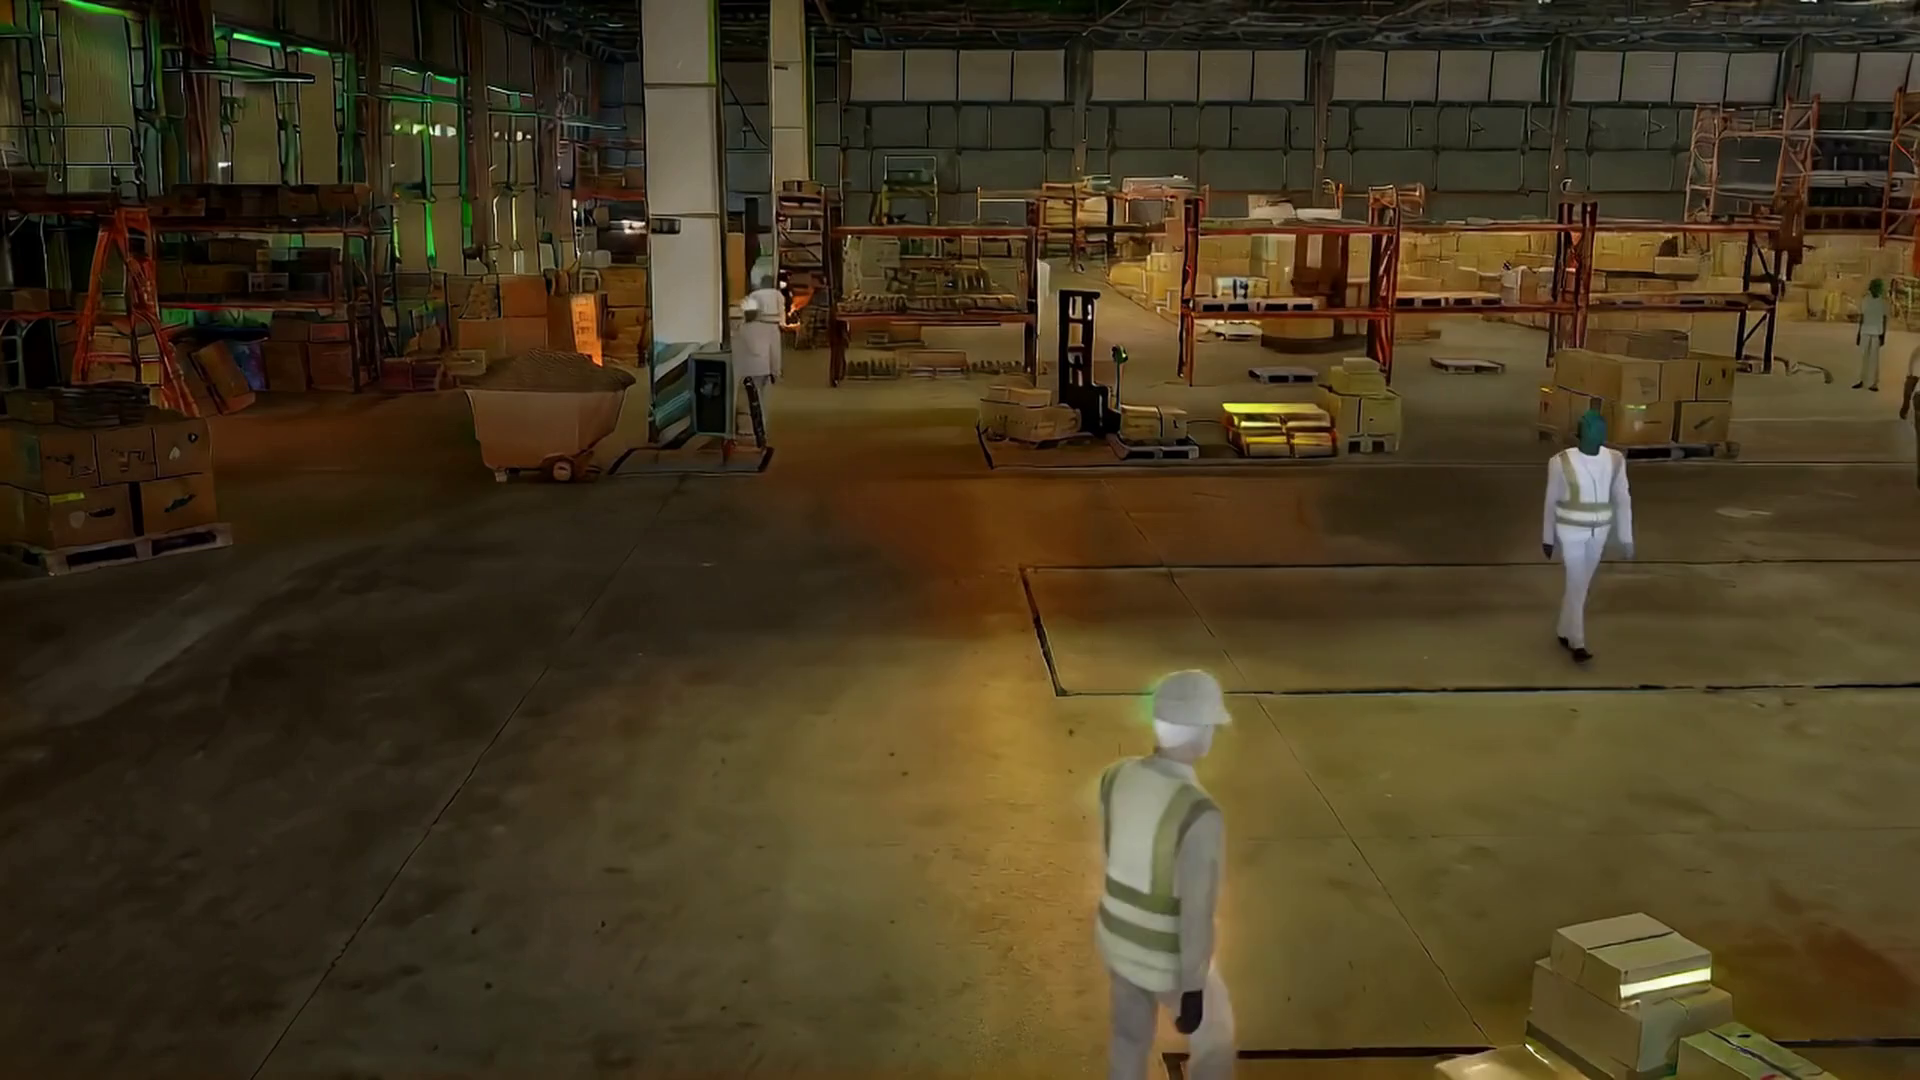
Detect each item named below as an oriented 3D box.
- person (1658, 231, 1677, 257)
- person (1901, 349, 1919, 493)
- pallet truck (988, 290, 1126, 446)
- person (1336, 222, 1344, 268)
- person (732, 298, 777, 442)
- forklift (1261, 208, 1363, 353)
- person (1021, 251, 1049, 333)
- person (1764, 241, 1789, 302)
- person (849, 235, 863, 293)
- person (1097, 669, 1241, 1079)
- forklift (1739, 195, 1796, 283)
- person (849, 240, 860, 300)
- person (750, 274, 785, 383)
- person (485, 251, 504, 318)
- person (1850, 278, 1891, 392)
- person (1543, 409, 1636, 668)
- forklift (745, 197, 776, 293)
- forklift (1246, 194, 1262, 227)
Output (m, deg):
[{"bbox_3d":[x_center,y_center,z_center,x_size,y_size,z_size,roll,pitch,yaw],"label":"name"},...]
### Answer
[{"bbox_3d":[19.727,-7.694,46.527,0.621,1.974,0.741,-4,13,-19],"label":"person"},{"bbox_3d":[10.953,-1.547,18.619,0.692,2.000,1.014,6,14,26],"label":"person"},{"bbox_3d":[1.257,-2.299,22.111,1.885,1.965,0.823,-9,15,-35],"label":"pallet truck"},{"bbox_3d":[13.712,-10.614,59.938,1.021,1.889,0.551,-10,16,-37],"label":"person"},{"bbox_3d":[-2.810,-2.284,22.273,0.599,1.888,0.890,-10,16,-39],"label":"person"},{"bbox_3d":[7.061,-5.210,33.243,1.873,2.768,1.129,-9,15,-36],"label":"forklift"},{"bbox_3d":[1.661,-5.460,36.608,0.640,1.912,0.922,4,13,18],"label":"person"},{"bbox_3d":[22.562,-7.403,45.911,0.545,1.677,0.651,-8,15,-32],"label":"person"},{"bbox_3d":[-3.129,-8.337,49.566,0.392,1.919,0.581,-11,16,-40],"label":"person"},{"bbox_3d":[0.740,1.378,5.670,0.585,1.921,0.601,-8,15,-31],"label":"person"},{"bbox_3d":[26.290,-9.672,53.391,1.873,2.768,1.129,0,12,-2],"label":"forklift"},{"bbox_3d":[-2.916,-7.441,46.030,0.321,1.689,0.531,-1,13,-6],"label":"person"},{"bbox_3d":[-3.284,-3.583,28.269,0.634,1.839,0.429,-6,14,-25],"label":"person"},{"bbox_3d":[-11.465,-6.266,40.865,0.521,1.632,0.314,10,16,37],"label":"person"},{"bbox_3d":[14.922,-3.357,27.214,0.323,1.860,0.507,-7,14,-27],"label":"person"},{"bbox_3d":[4.607,-0.008,12.091,0.597,1.849,0.872,-2,13,-10],"label":"person"},{"bbox_3d":[-6.030,-8.607,48.580,1.873,2.768,1.129,0,12,-2],"label":"forklift"},{"bbox_3d":[9.679,-9.988,54.817,1.873,2.768,1.129,4,13,18],"label":"forklift"}]
